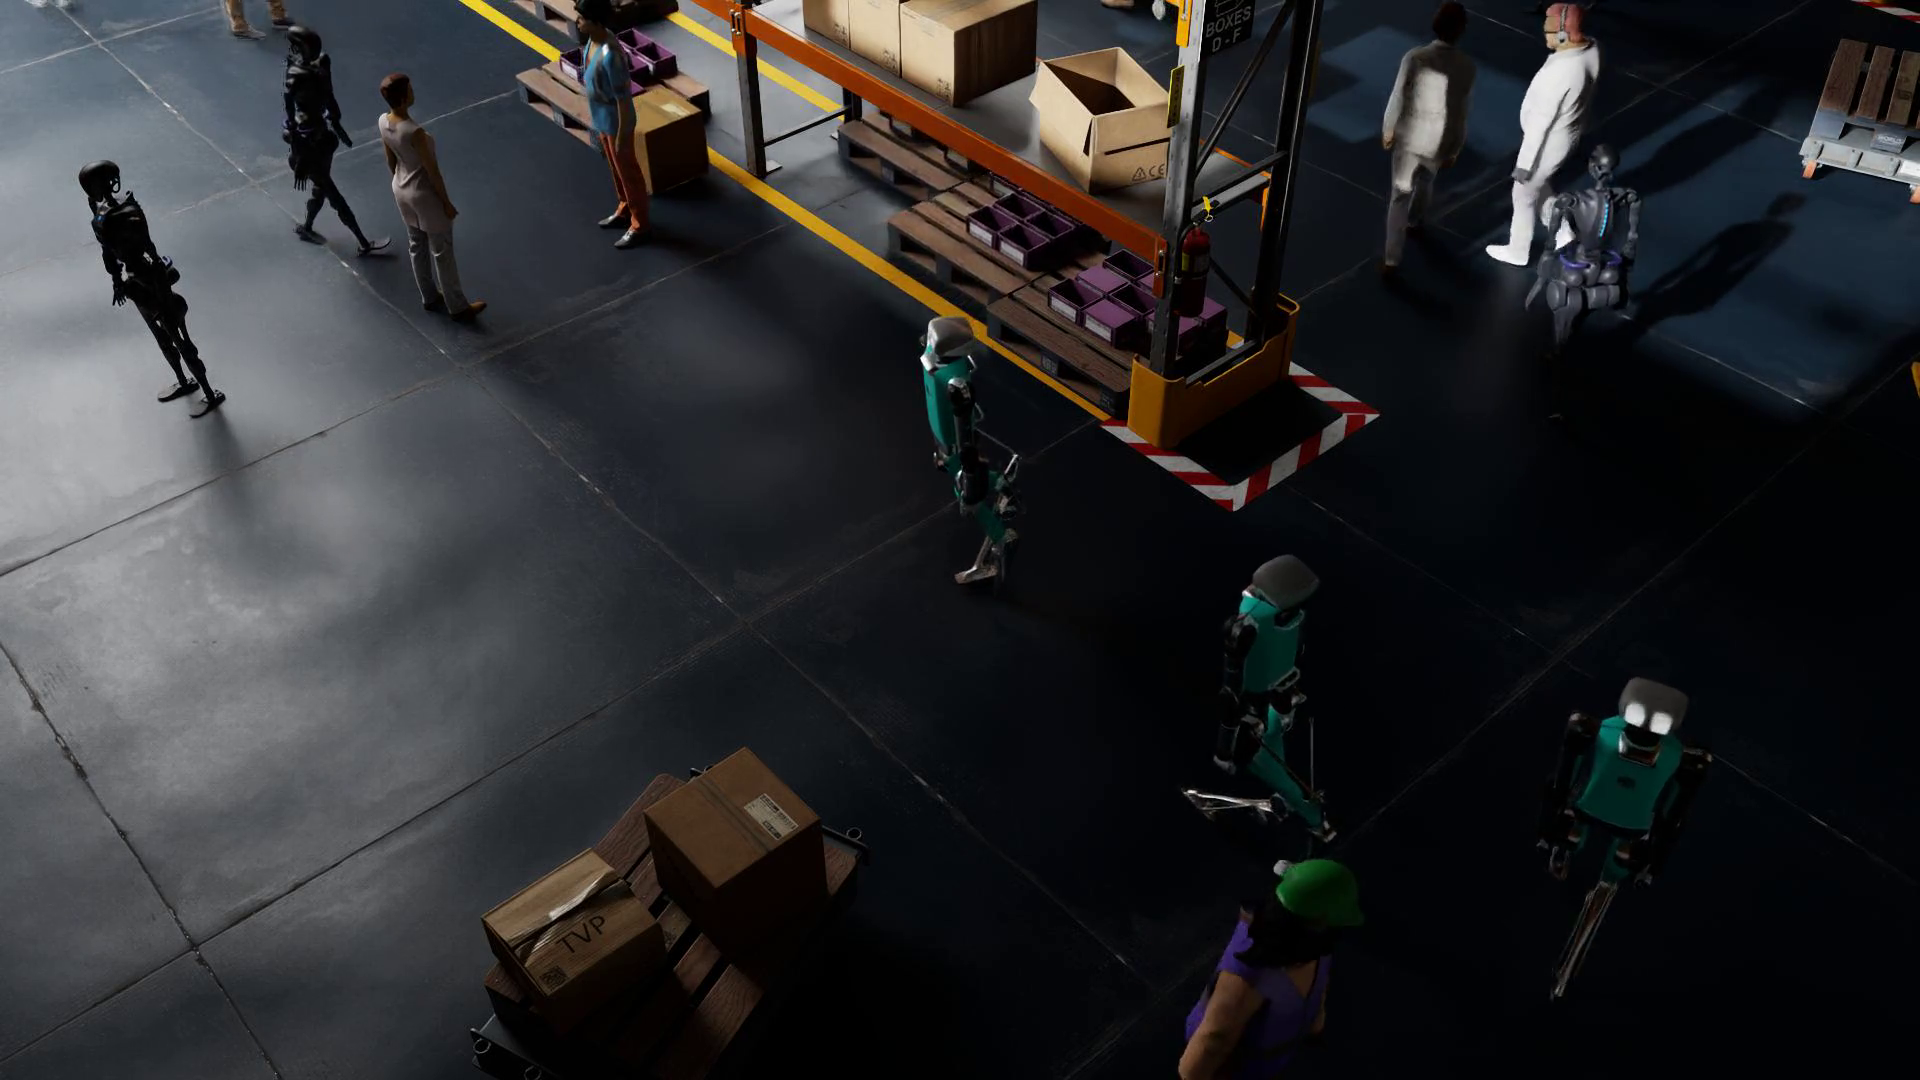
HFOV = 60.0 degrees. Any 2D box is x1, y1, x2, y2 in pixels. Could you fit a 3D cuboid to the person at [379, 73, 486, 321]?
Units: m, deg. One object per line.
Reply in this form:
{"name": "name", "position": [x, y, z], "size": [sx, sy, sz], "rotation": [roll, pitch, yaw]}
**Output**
{"name": "person", "position": [-3.343, -2.135, 10.387], "size": [0.442, 1.661, 0.285], "rotation": [24, 48, 24]}

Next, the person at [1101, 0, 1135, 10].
{"name": "person", "position": [1.403, -5.313, 13.709], "size": [0.337, 1.845, 0.512], "rotation": [14, 44, 15]}

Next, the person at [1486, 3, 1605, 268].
{"name": "person", "position": [3.787, -2.553, 10.684], "size": [0.482, 1.875, 0.693], "rotation": [33, 52, 30]}

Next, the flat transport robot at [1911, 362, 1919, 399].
{"name": "flat transport robot", "position": [6.538, -0.793, 9.957], "size": [1.431, 0.231, 0.659], "rotation": [10, 43, 10]}

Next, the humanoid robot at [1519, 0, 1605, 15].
{"name": "humanoid robot", "position": [5.136, -5.078, 13.603], "size": [0.716, 1.642, 0.599], "rotation": [8, 43, 8]}

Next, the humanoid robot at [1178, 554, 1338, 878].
{"name": "humanoid robot", "position": [1.422, 0.869, 7.088], "size": [0.557, 1.753, 1.047], "rotation": [-34, 52, -31]}

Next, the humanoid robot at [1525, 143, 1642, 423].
{"name": "humanoid robot", "position": [3.686, -1.480, 9.726], "size": [0.612, 1.624, 0.808], "rotation": [-3, 43, -3]}

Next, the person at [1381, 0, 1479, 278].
{"name": "person", "position": [3.021, -2.629, 10.845], "size": [0.528, 1.784, 0.947], "rotation": [8, 43, 9]}

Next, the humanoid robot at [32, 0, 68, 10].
{"name": "humanoid robot", "position": [-7.779, -5.165, 13.646], "size": [0.540, 1.805, 0.738], "rotation": [-34, 52, -31]}

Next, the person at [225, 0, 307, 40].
{"name": "person", "position": [-5.718, -4.825, 13.265], "size": [0.687, 1.726, 0.572], "rotation": [1, 43, 1]}

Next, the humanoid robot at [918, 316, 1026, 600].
{"name": "humanoid robot", "position": [0.152, -0.360, 8.482], "size": [0.698, 1.891, 0.537], "rotation": [-14, 44, -15]}

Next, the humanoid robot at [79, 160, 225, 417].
{"name": "humanoid robot", "position": [-4.699, -1.453, 9.624], "size": [0.599, 1.657, 0.315], "rotation": [27, 49, 26]}

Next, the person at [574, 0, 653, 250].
{"name": "person", "position": [-2.305, -2.770, 11.000], "size": [0.324, 1.768, 0.495], "rotation": [-19, 46, -19]}

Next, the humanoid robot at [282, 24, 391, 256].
{"name": "humanoid robot", "position": [-4.248, -2.619, 10.940], "size": [0.752, 1.621, 0.609], "rotation": [8, 43, 9]}

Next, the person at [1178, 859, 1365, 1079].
{"name": "person", "position": [1.048, 1.795, 5.943], "size": [0.454, 1.891, 0.595], "rotation": [30, 50, 28]}

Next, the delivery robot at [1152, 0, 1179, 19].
{"name": "delivery robot", "position": [1.618, -4.819, 14.138], "size": [0.499, 0.612, 0.813], "rotation": [-24, 48, -24]}

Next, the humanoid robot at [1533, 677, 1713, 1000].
{"name": "humanoid robot", "position": [2.686, 1.059, 6.886], "size": [0.540, 1.782, 0.974], "rotation": [18, 45, 18]}
